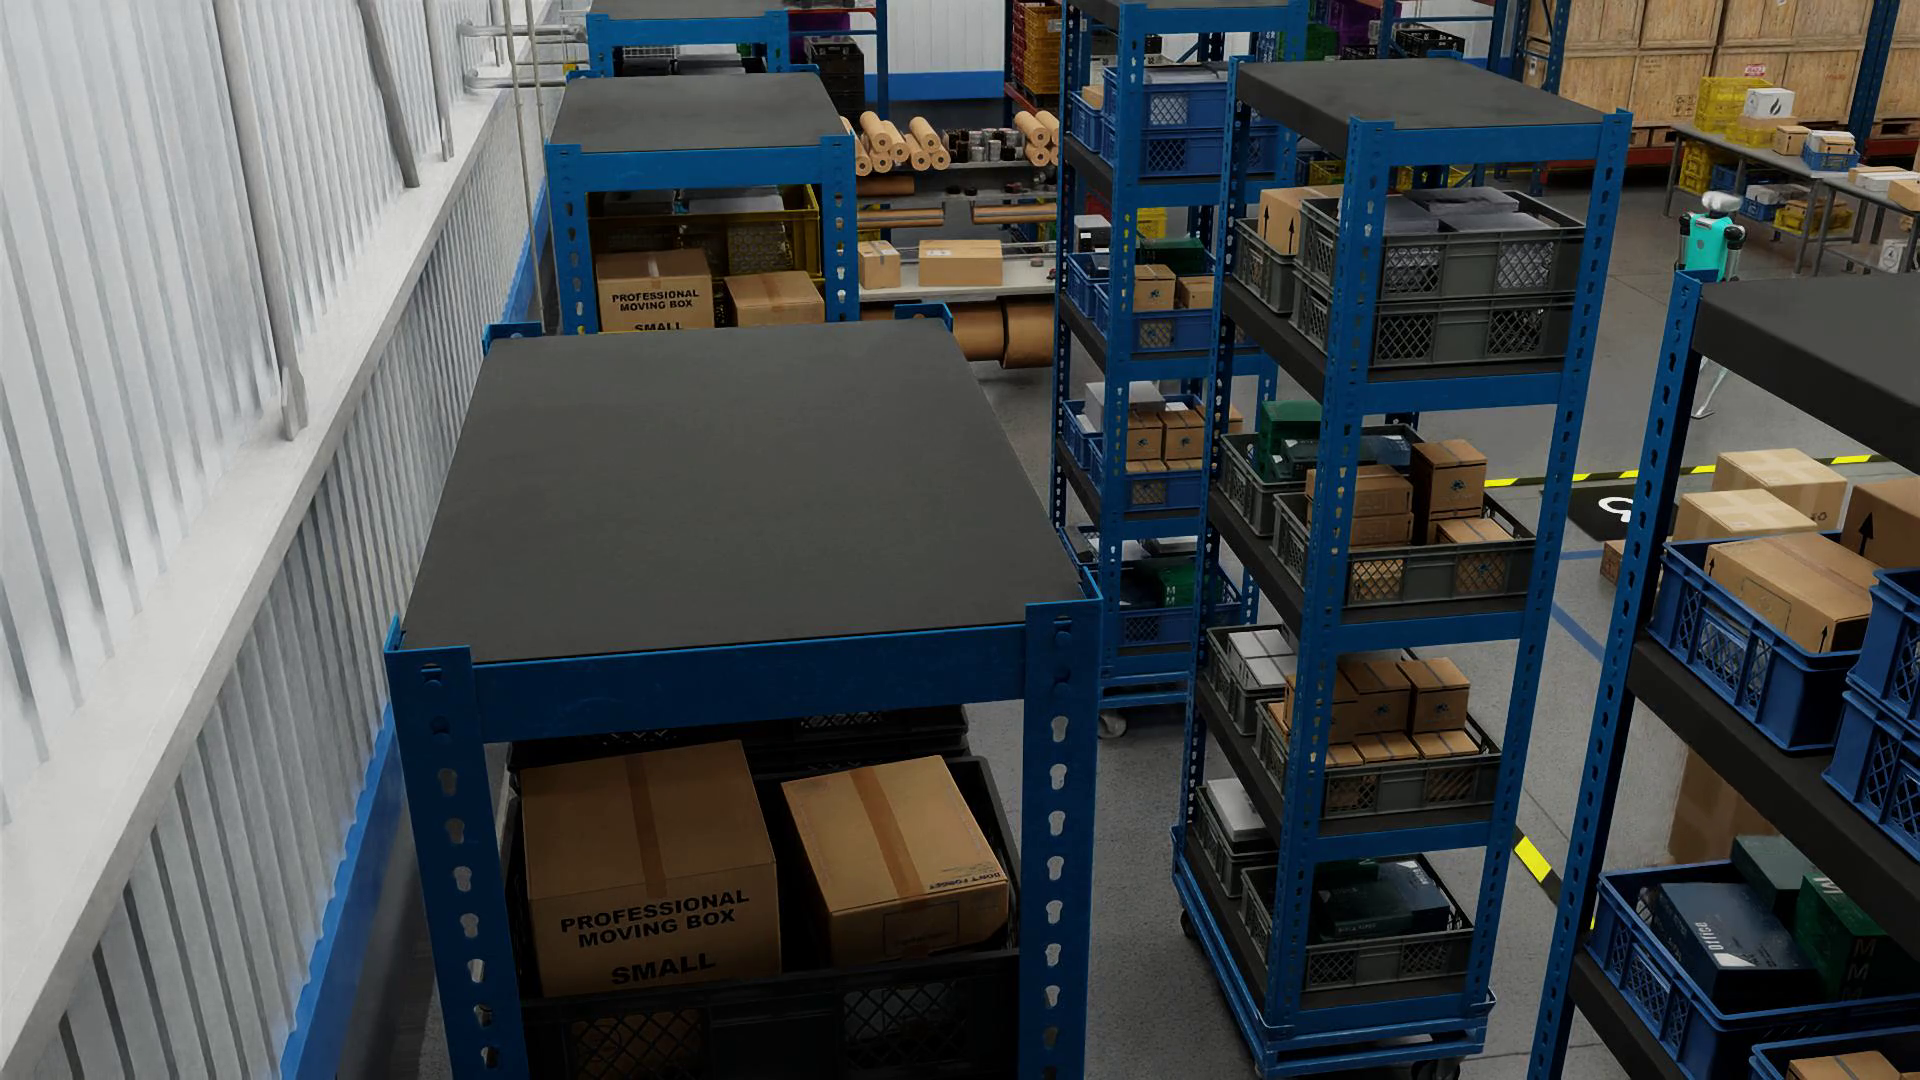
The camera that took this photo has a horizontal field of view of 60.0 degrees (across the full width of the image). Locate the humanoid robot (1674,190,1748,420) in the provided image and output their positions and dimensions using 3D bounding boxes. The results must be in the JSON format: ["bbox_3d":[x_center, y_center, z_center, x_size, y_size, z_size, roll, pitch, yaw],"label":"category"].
[{"bbox_3d":[5.556,-1.731,12.138,0.735,1.681,0.533,-12,27,-24],"label":"humanoid robot"}]

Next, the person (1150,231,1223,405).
[{"bbox_3d":[1.481,-1.096,10.787,0.590,1.852,0.364,-3,25,-6],"label":"person"}]
